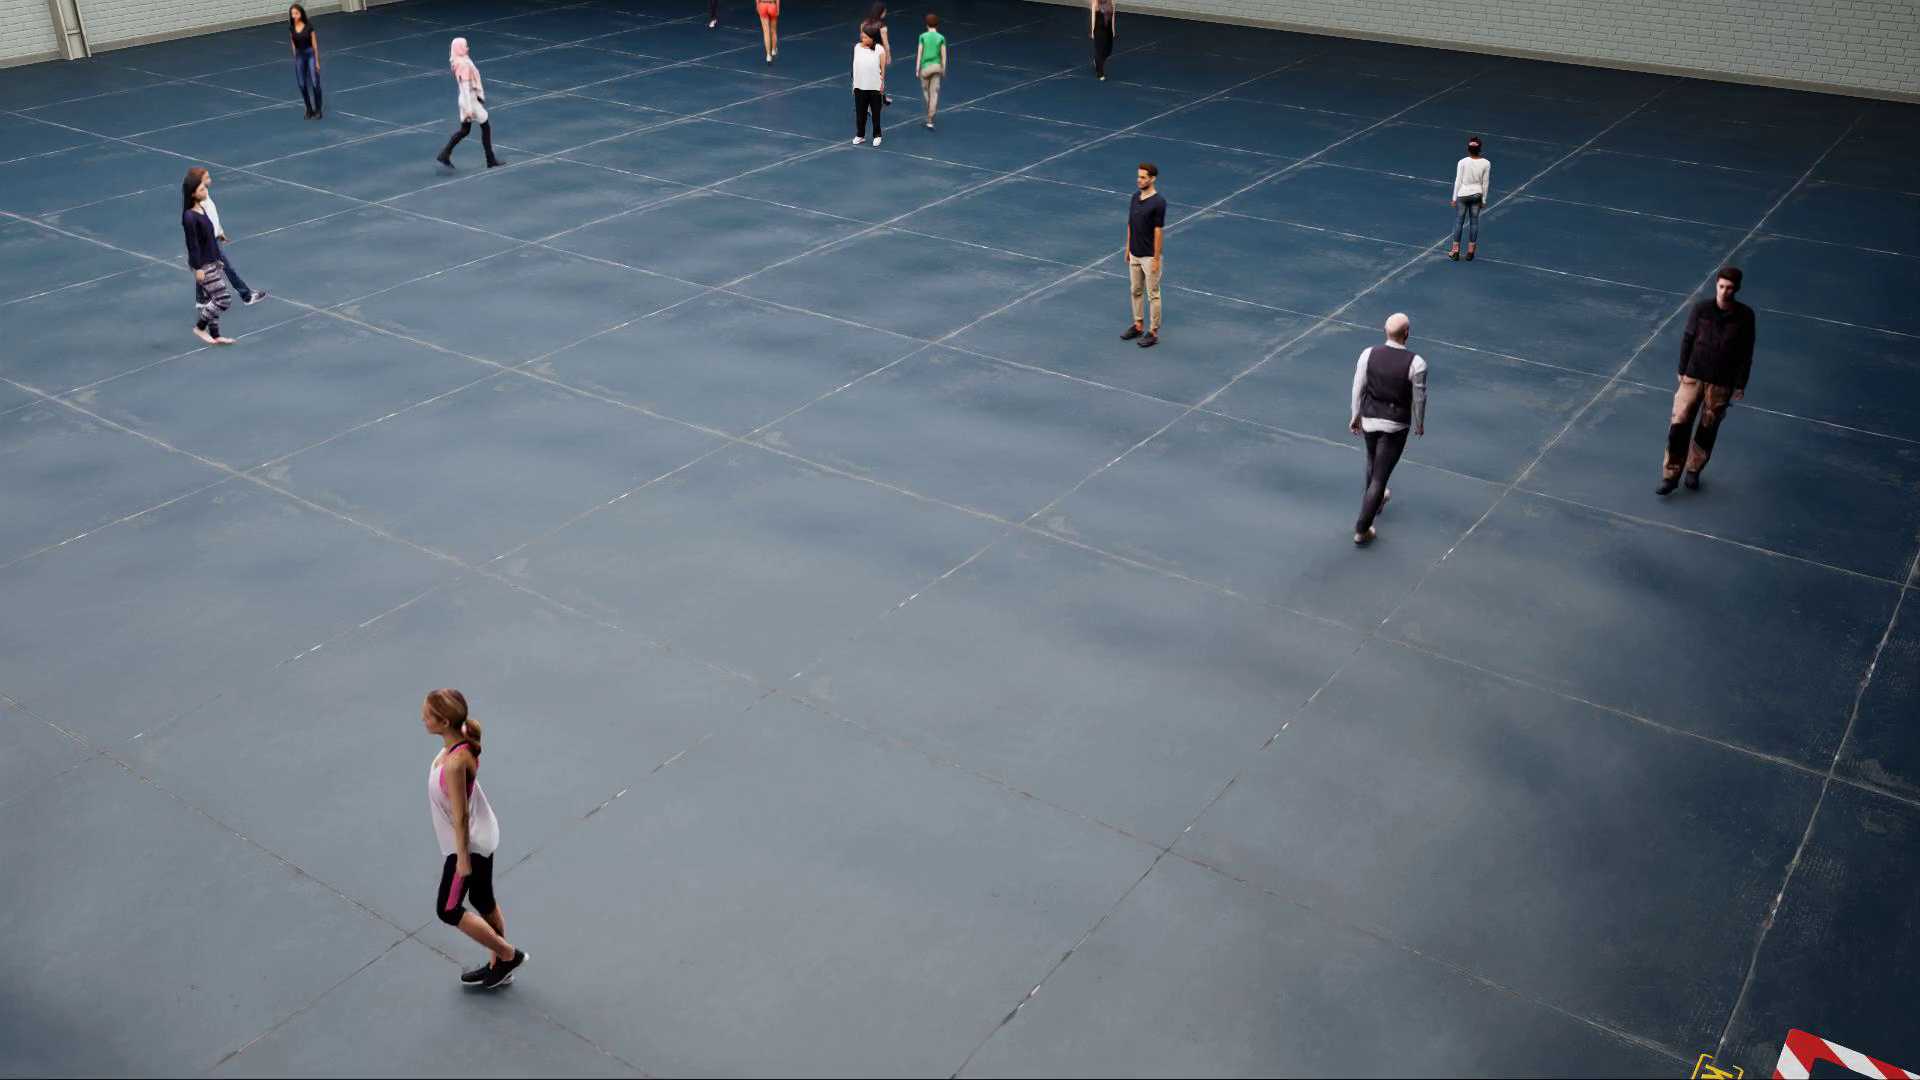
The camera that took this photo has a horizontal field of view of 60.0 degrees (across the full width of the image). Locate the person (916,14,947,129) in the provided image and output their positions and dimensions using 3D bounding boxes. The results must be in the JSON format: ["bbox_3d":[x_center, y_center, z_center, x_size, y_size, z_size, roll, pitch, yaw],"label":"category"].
[{"bbox_3d":[-0.422,-7.020,25.014,0.946,1.606,1.113,0,27,0],"label":"person"}]

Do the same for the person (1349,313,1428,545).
[{"bbox_3d":[3.219,-0.815,12.764,0.693,1.787,1.070,19,33,33],"label":"person"}]

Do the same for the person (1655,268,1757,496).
[{"bbox_3d":[6.154,-1.324,13.623,0.771,1.906,0.923,13,30,23],"label":"person"}]

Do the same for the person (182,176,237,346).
[{"bbox_3d":[-7.645,-2.773,16.638,0.809,1.723,0.752,-5,28,-10],"label":"person"}]

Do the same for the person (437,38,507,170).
[{"bbox_3d":[-6.777,-5.896,22.650,1.246,1.772,0.964,-15,31,-27],"label":"person"}]

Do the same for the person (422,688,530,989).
[{"bbox_3d":[-2.344,1.505,8.268,0.815,1.780,0.747,-3,27,-6],"label":"person"}]

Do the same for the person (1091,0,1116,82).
[{"bbox_3d":[2.377,-8.579,28.060,0.855,1.590,0.856,-13,30,-24],"label":"person"}]

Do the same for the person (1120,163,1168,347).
[{"bbox_3d":[1.872,-2.874,16.689,0.626,1.856,0.673,-21,34,-35],"label":"person"}]

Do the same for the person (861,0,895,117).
[{"bbox_3d":[-1.360,-7.359,25.589,0.722,1.682,1.022,21,34,35],"label":"person"}]

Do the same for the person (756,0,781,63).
[{"bbox_3d":[-3.389,-9.298,29.286,1.054,1.745,1.196,-1,27,-2],"label":"person"}]

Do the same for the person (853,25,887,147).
[{"bbox_3d":[-1.332,-6.600,24.106,0.710,1.691,0.684,10,29,19],"label":"person"}]

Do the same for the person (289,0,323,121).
[{"bbox_3d":[-9.981,-7.346,25.520,0.718,1.722,0.778,-3,27,-6],"label":"person"}]

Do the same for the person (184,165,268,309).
[{"bbox_3d":[-8.064,-3.178,17.641,1.031,1.524,0.924,-7,28,-13],"label":"person"}]

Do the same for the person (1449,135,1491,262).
[{"bbox_3d":[5.896,-3.971,19.256,0.601,1.457,0.609,3,27,6],"label":"person"}]
